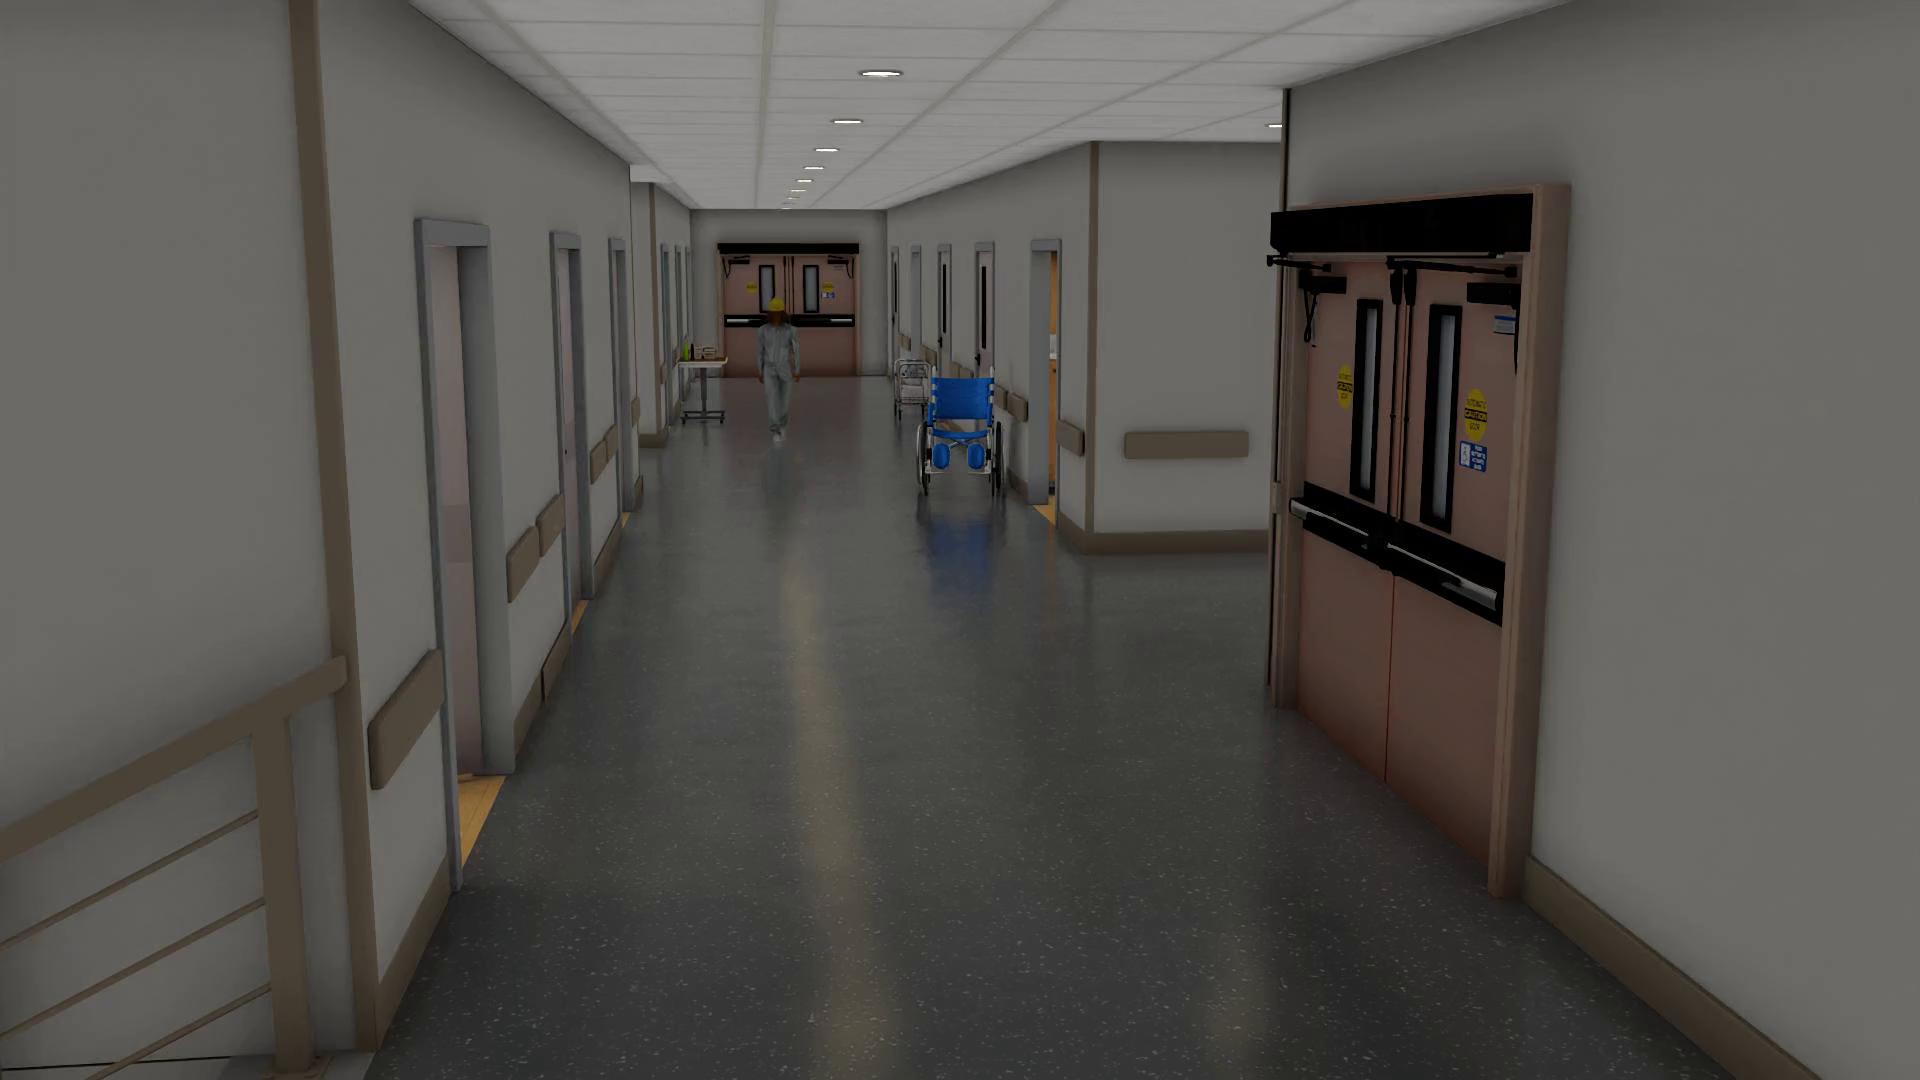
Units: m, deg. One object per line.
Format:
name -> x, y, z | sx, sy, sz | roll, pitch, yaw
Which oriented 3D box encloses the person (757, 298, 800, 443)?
person -> -2.174, -2.045, 19.903 | 0.495, 1.713, 0.837 | -2, 10, -10
